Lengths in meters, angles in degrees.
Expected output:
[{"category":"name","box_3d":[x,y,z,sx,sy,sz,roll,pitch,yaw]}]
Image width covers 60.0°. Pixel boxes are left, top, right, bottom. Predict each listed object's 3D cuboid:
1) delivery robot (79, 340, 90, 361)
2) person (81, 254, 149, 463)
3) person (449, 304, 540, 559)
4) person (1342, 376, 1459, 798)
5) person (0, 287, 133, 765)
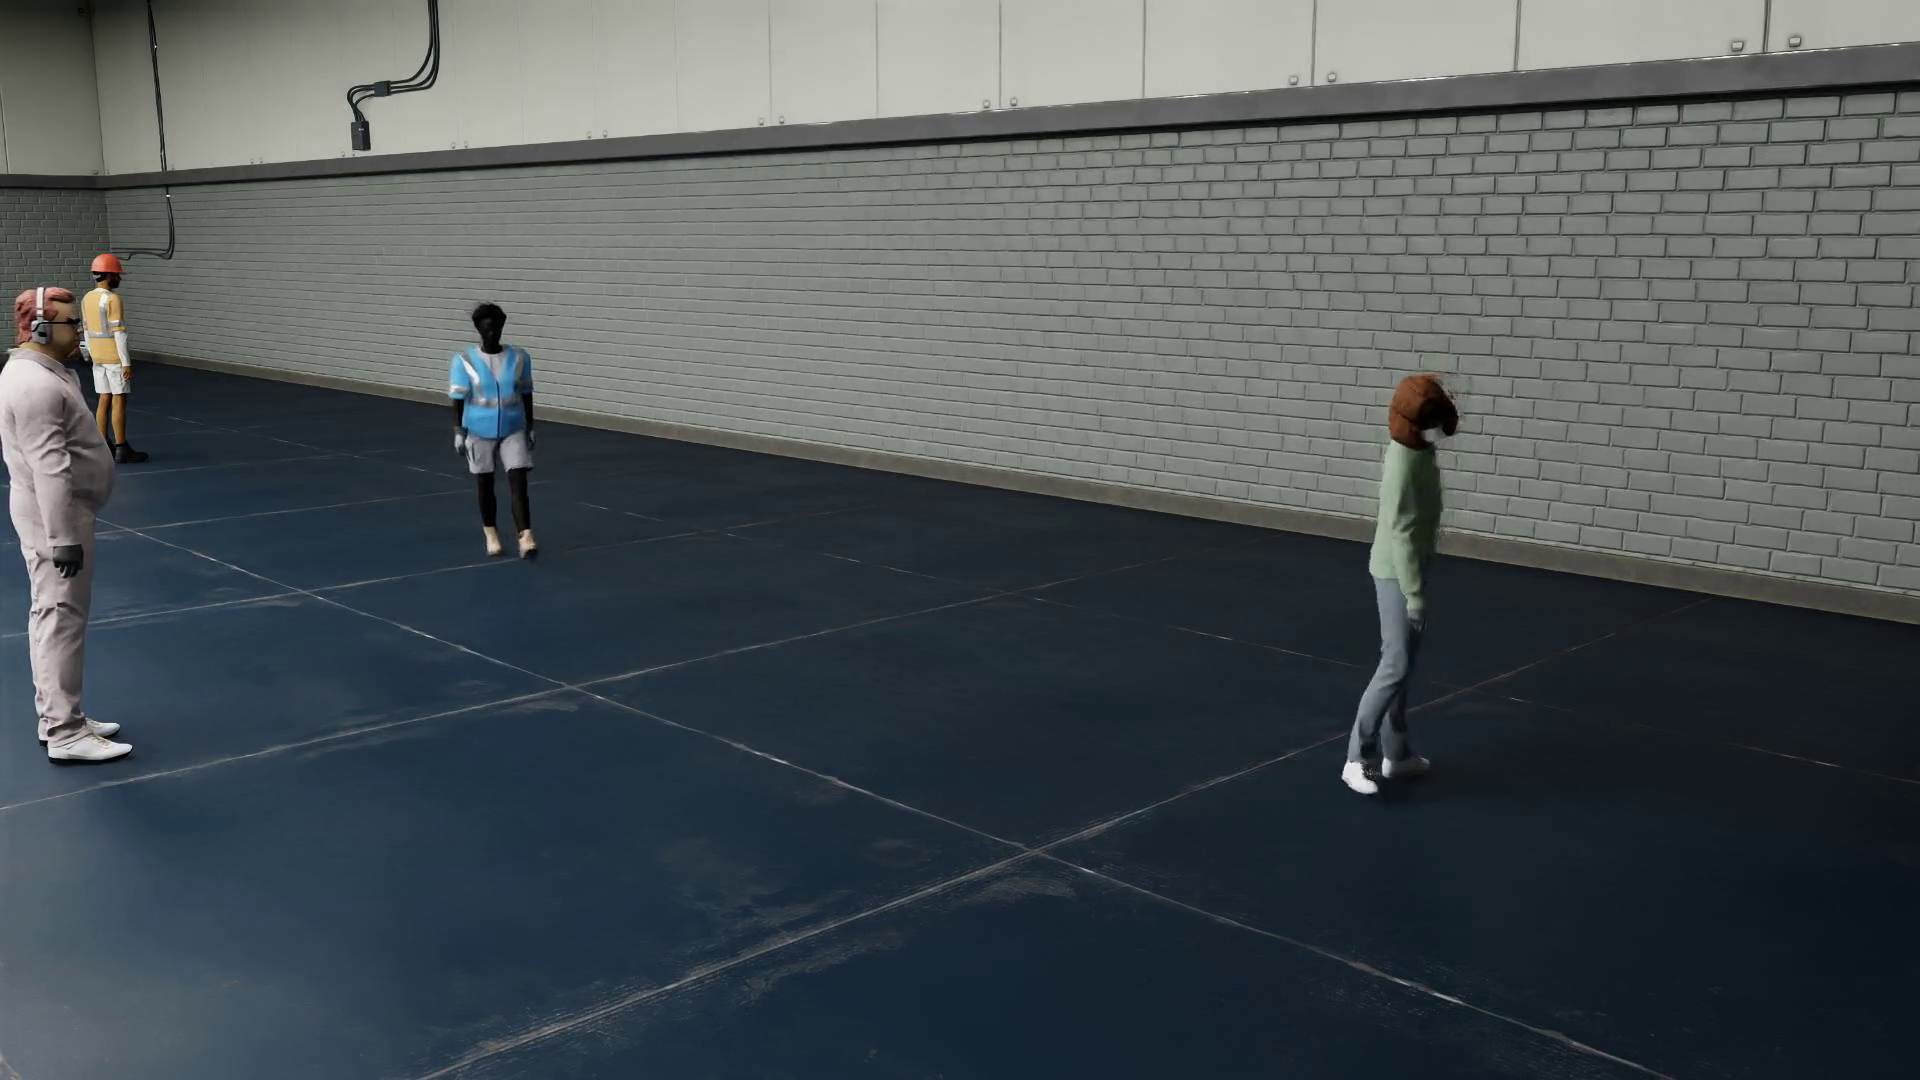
[{"category":"delivery robot","box_3d":[-13.988,-3.158,27.162,0.477,0.478,0.707,7,12,32]},{"category":"person","box_3d":[-7.936,-1.702,15.593,0.553,1.934,0.364,7,12,32]},{"category":"person","box_3d":[-3.002,-0.685,10.780,0.555,1.656,0.822,-5,11,-24]},{"category":"person","box_3d":[1.689,0.168,6.332,0.352,1.598,0.596,4,11,19]},{"category":"person","box_3d":[-3.628,-0.064,6.742,0.403,1.906,0.651,-7,12,-32]}]
